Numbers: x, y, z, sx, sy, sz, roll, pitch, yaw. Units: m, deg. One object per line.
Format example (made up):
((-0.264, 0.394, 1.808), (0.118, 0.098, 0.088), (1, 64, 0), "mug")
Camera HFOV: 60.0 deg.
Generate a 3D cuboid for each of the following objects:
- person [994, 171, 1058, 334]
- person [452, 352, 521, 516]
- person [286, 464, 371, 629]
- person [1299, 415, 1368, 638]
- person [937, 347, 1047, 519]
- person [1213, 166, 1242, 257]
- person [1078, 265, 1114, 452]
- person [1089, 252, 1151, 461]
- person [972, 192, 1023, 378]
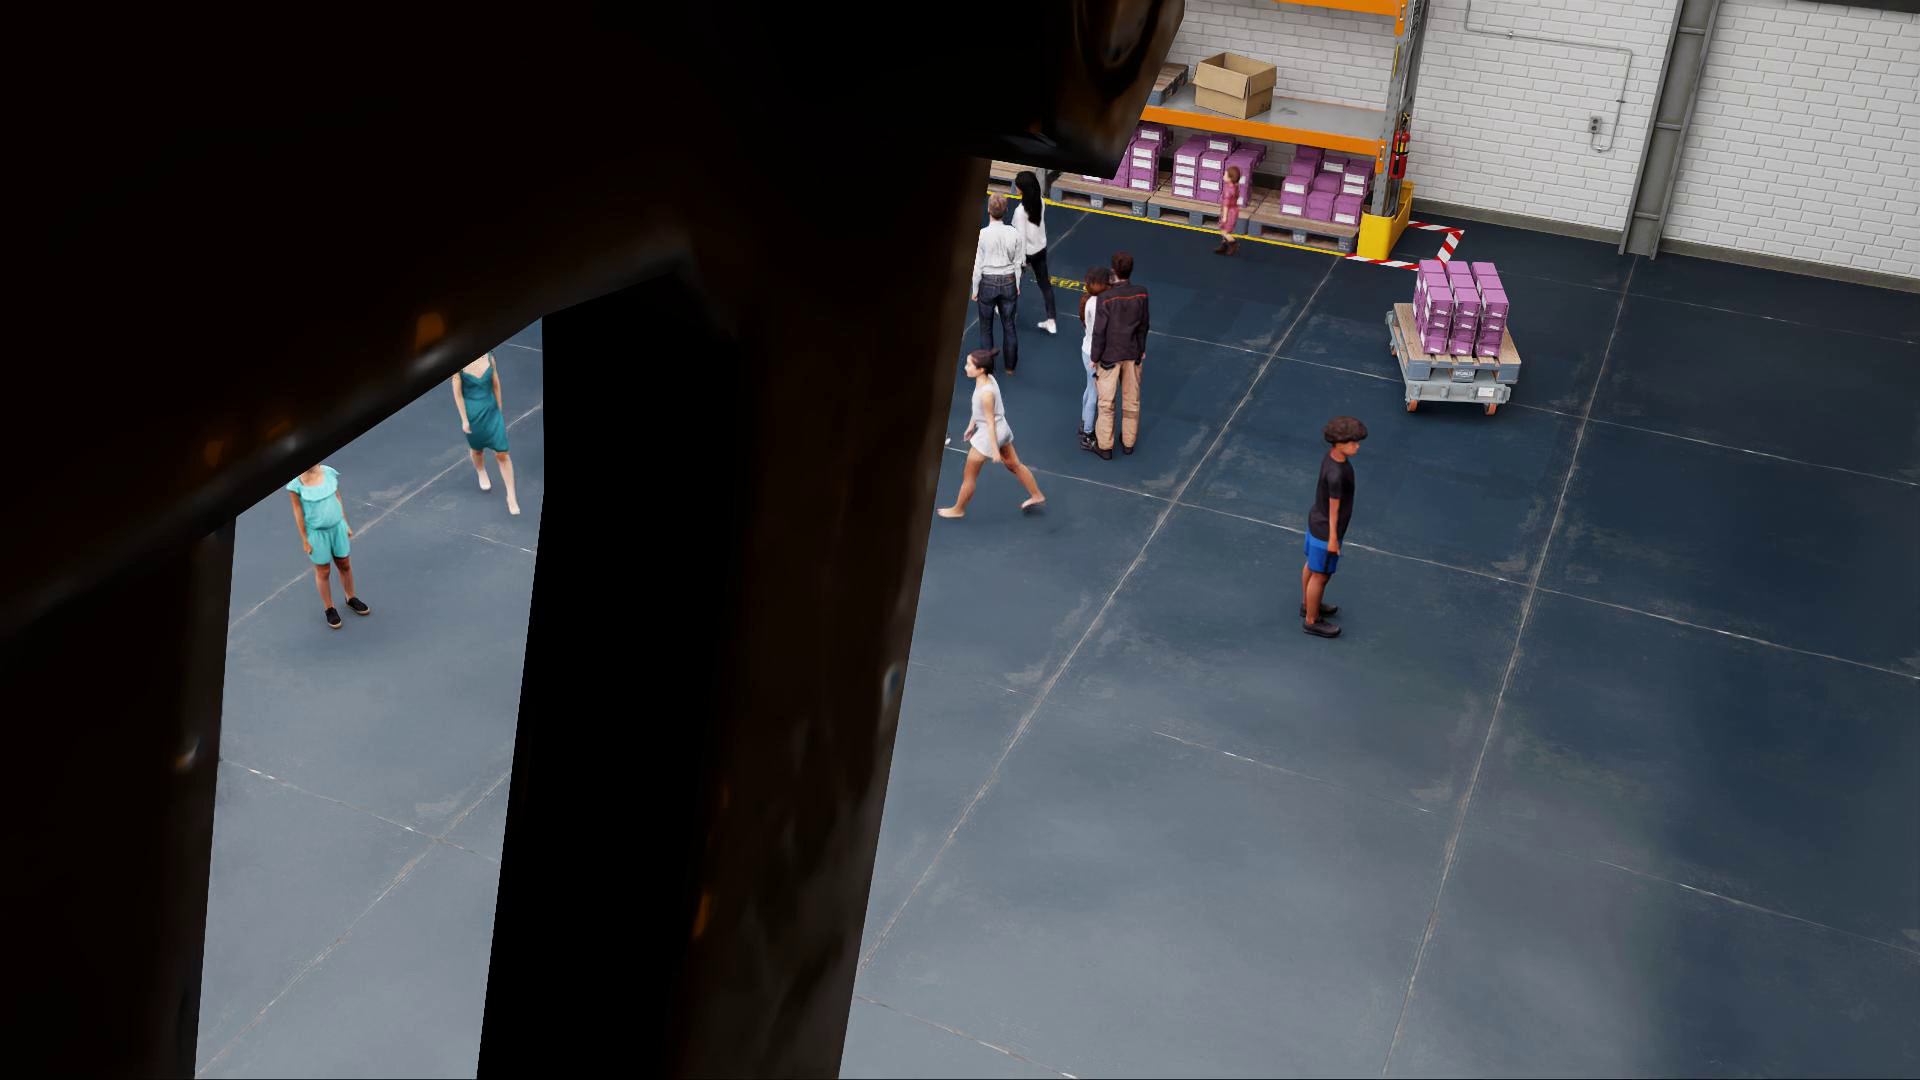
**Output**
((0.769, -2.817, 16.512), (0.883, 1.652, 1.183), (-29, 43, -36), "person")
((-4.024, -1.047, 13.855), (0.907, 1.646, 1.031), (-17, 37, -24), "person")
((-4.773, -0.084, 12.485), (0.622, 1.558, 0.642), (-28, 43, -36), "person")
((2.721, -0.121, 12.329), (0.659, 1.794, 0.671), (4, 34, 6), "person")
((0.337, -0.848, 13.627), (1.208, 1.567, 0.894), (1, 34, 1), "person")
((2.984, -3.591, 18.254), (0.552, 1.013, 0.446), (17, 37, 24), "person")
((1.194, -1.615, 14.644), (0.653, 1.719, 0.658), (1, 34, 2), "person")
((1.374, -1.594, 14.429), (0.783, 1.922, 0.845), (-11, 35, -16), "person")
((0.347, -2.414, 15.754), (0.706, 1.819, 0.796), (-7, 34, -10), "person")
